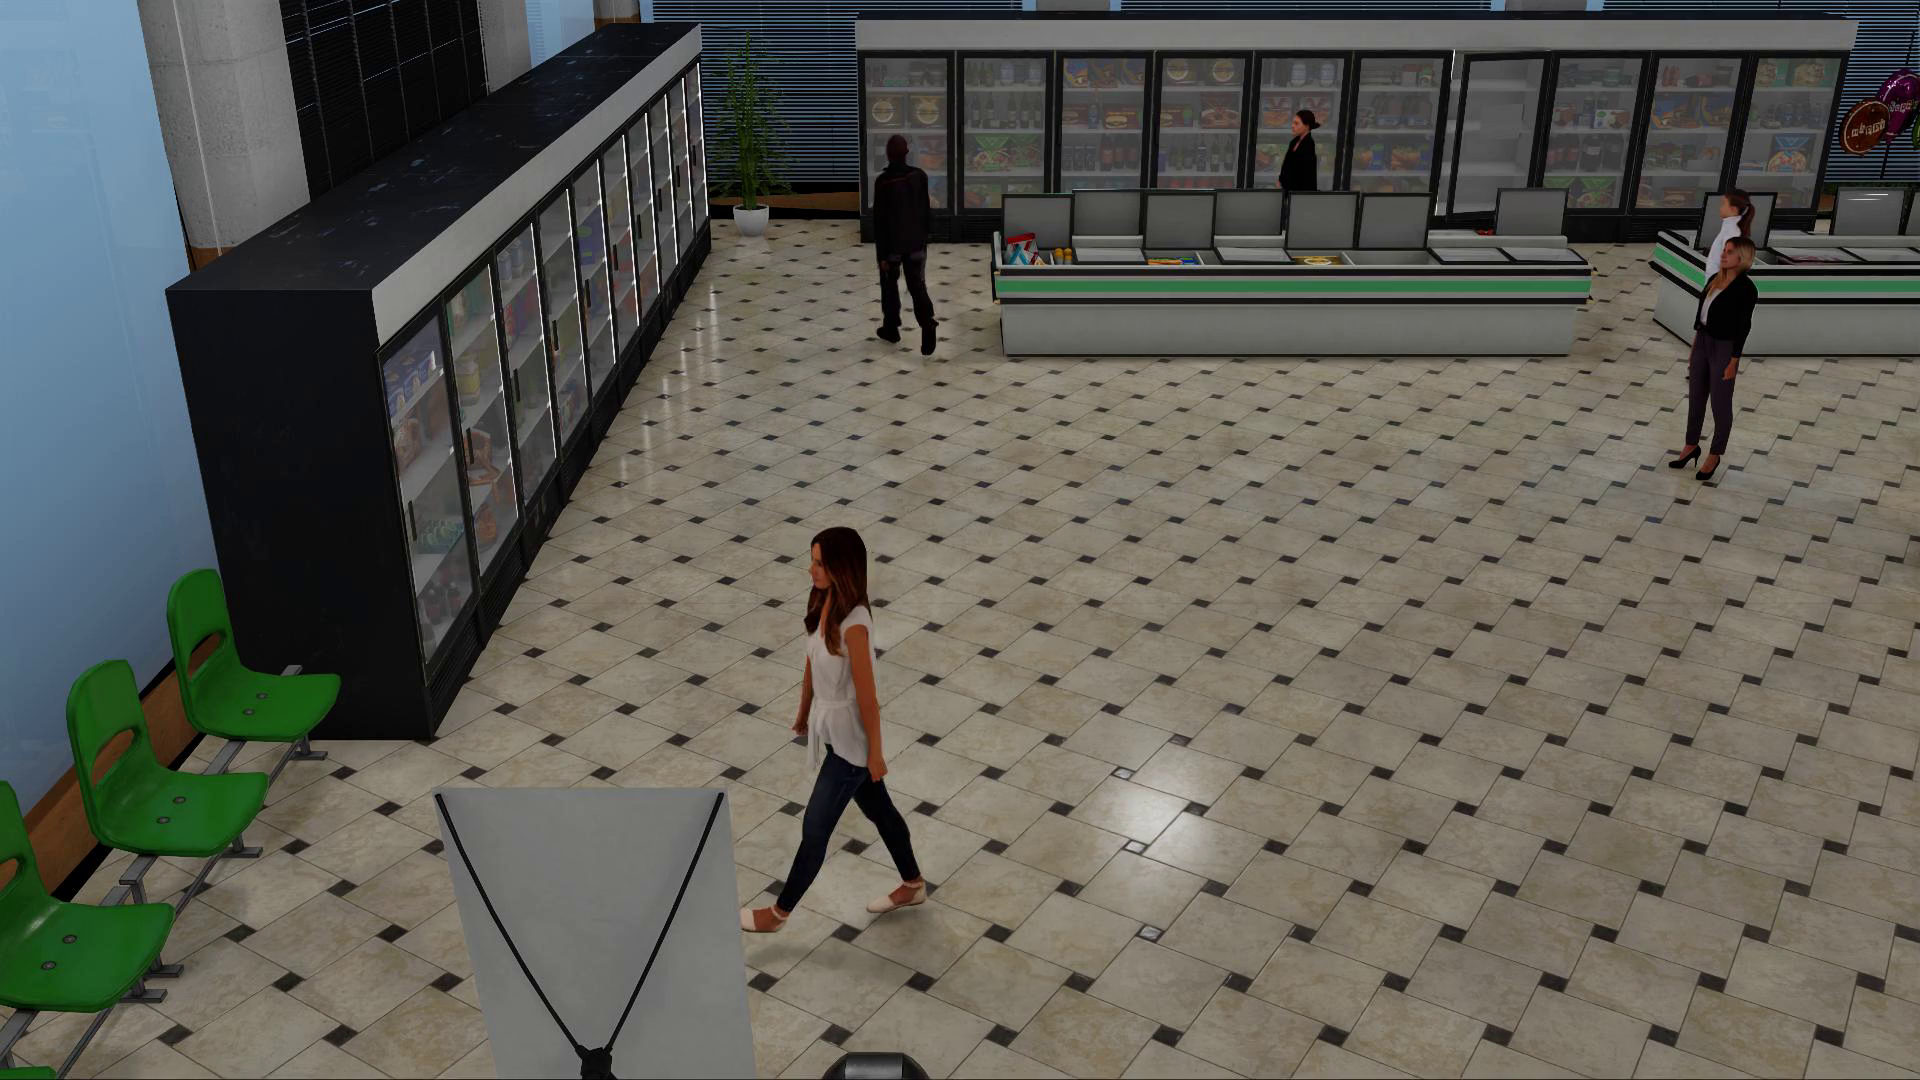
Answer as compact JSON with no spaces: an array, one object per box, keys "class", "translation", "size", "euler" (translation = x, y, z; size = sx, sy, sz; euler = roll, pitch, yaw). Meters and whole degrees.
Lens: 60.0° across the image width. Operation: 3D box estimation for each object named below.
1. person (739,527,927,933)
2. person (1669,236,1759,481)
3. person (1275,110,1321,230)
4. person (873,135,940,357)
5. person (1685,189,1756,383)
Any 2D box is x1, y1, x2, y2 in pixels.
[{"class":"person","translation":[-0.358,0.781,6.602],"size":[1.160,1.745,0.866],"euler":[-8,25,-18]},{"class":"person","translation":[5.155,-1.240,11.313],"size":[0.627,1.672,0.655],"euler":[-8,25,-17]},{"class":"person","translation":[3.296,-3.204,15.801],"size":[1.035,1.671,0.628],"euler":[0,24,-1]},{"class":"person","translation":[-0.438,-2.447,13.917],"size":[1.186,1.796,1.007],"euler":[-8,25,-19]},{"class":"person","translation":[6.069,-2.016,13.229],"size":[0.643,1.557,0.616],"euler":[12,26,26]}]
